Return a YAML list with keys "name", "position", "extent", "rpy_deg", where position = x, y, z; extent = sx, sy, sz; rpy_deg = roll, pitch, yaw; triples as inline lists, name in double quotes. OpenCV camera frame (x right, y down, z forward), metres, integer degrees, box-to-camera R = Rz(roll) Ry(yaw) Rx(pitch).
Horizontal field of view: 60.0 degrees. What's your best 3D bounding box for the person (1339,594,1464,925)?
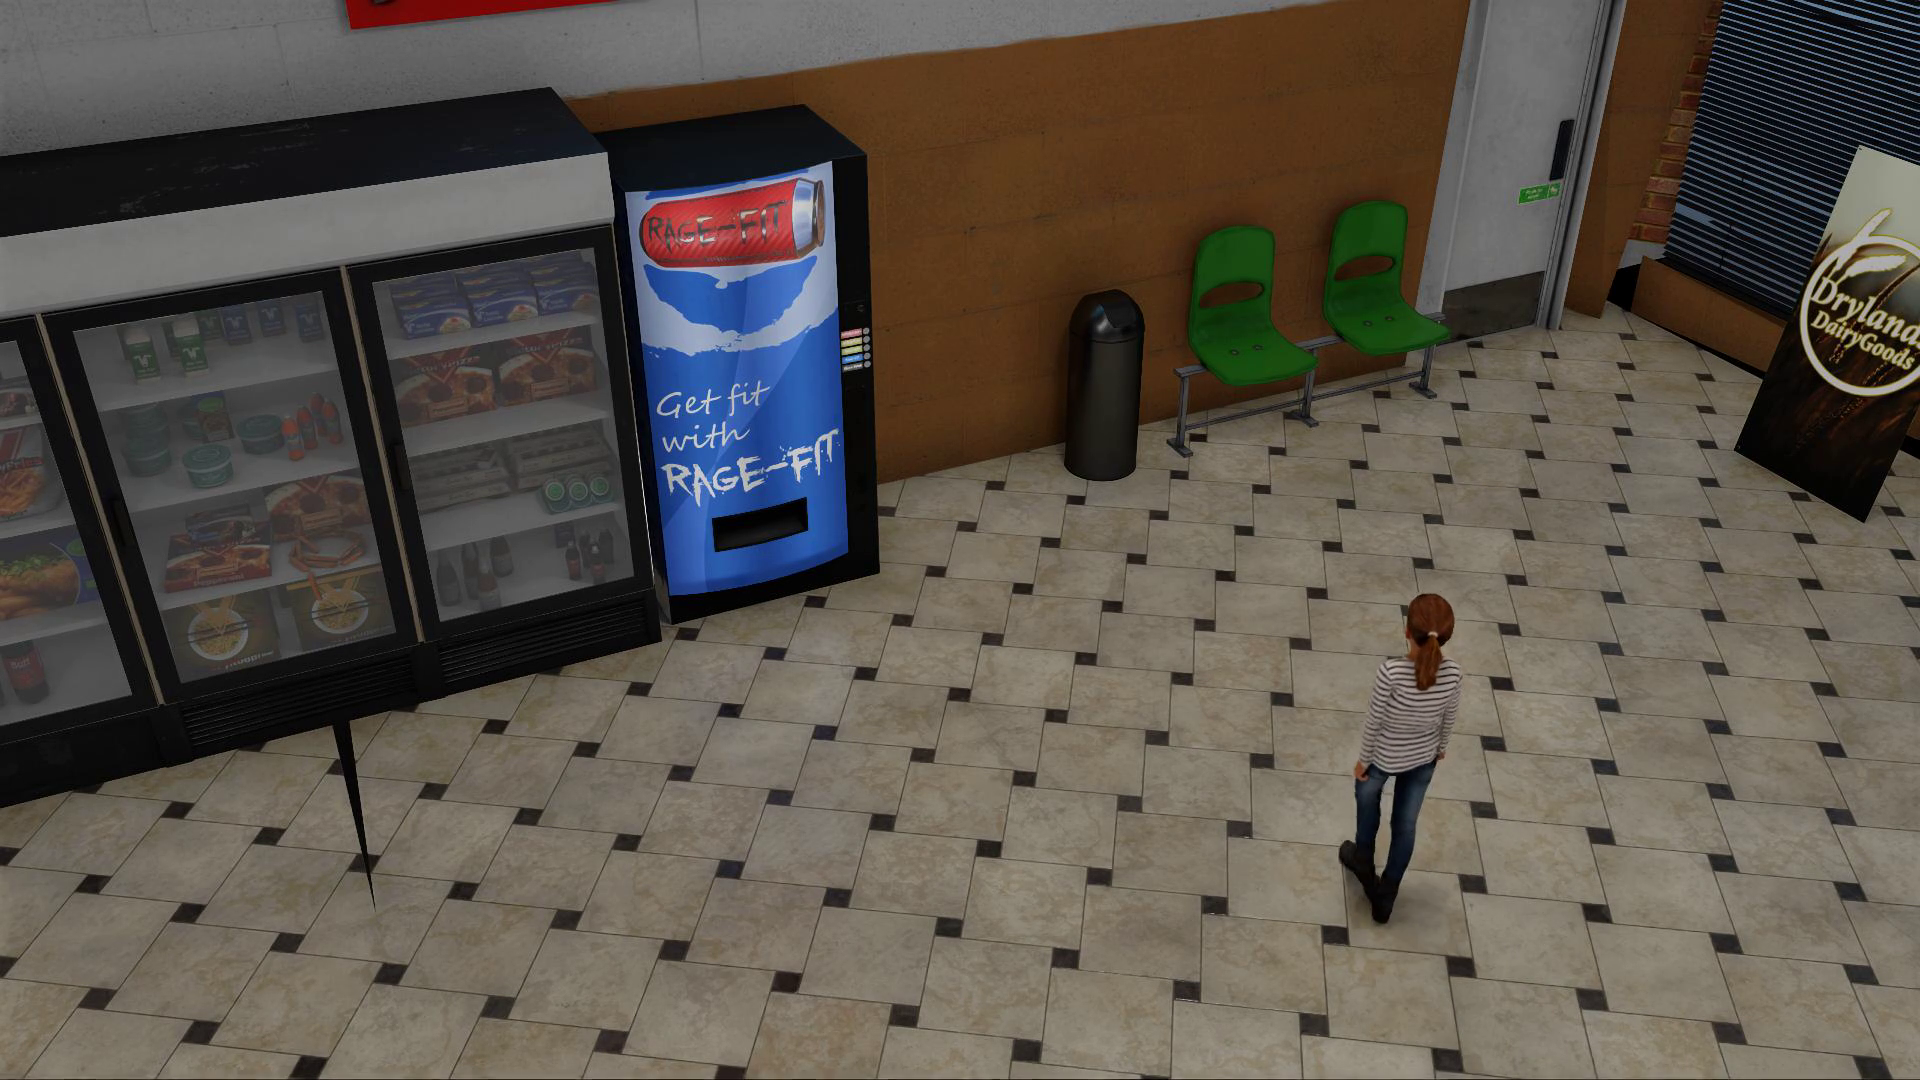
- name: "person"
  position: [1.553, 0.799, 5.786]
  extent: [0.622, 1.306, 0.708]
  rpy_deg: [0, 32, -1]
